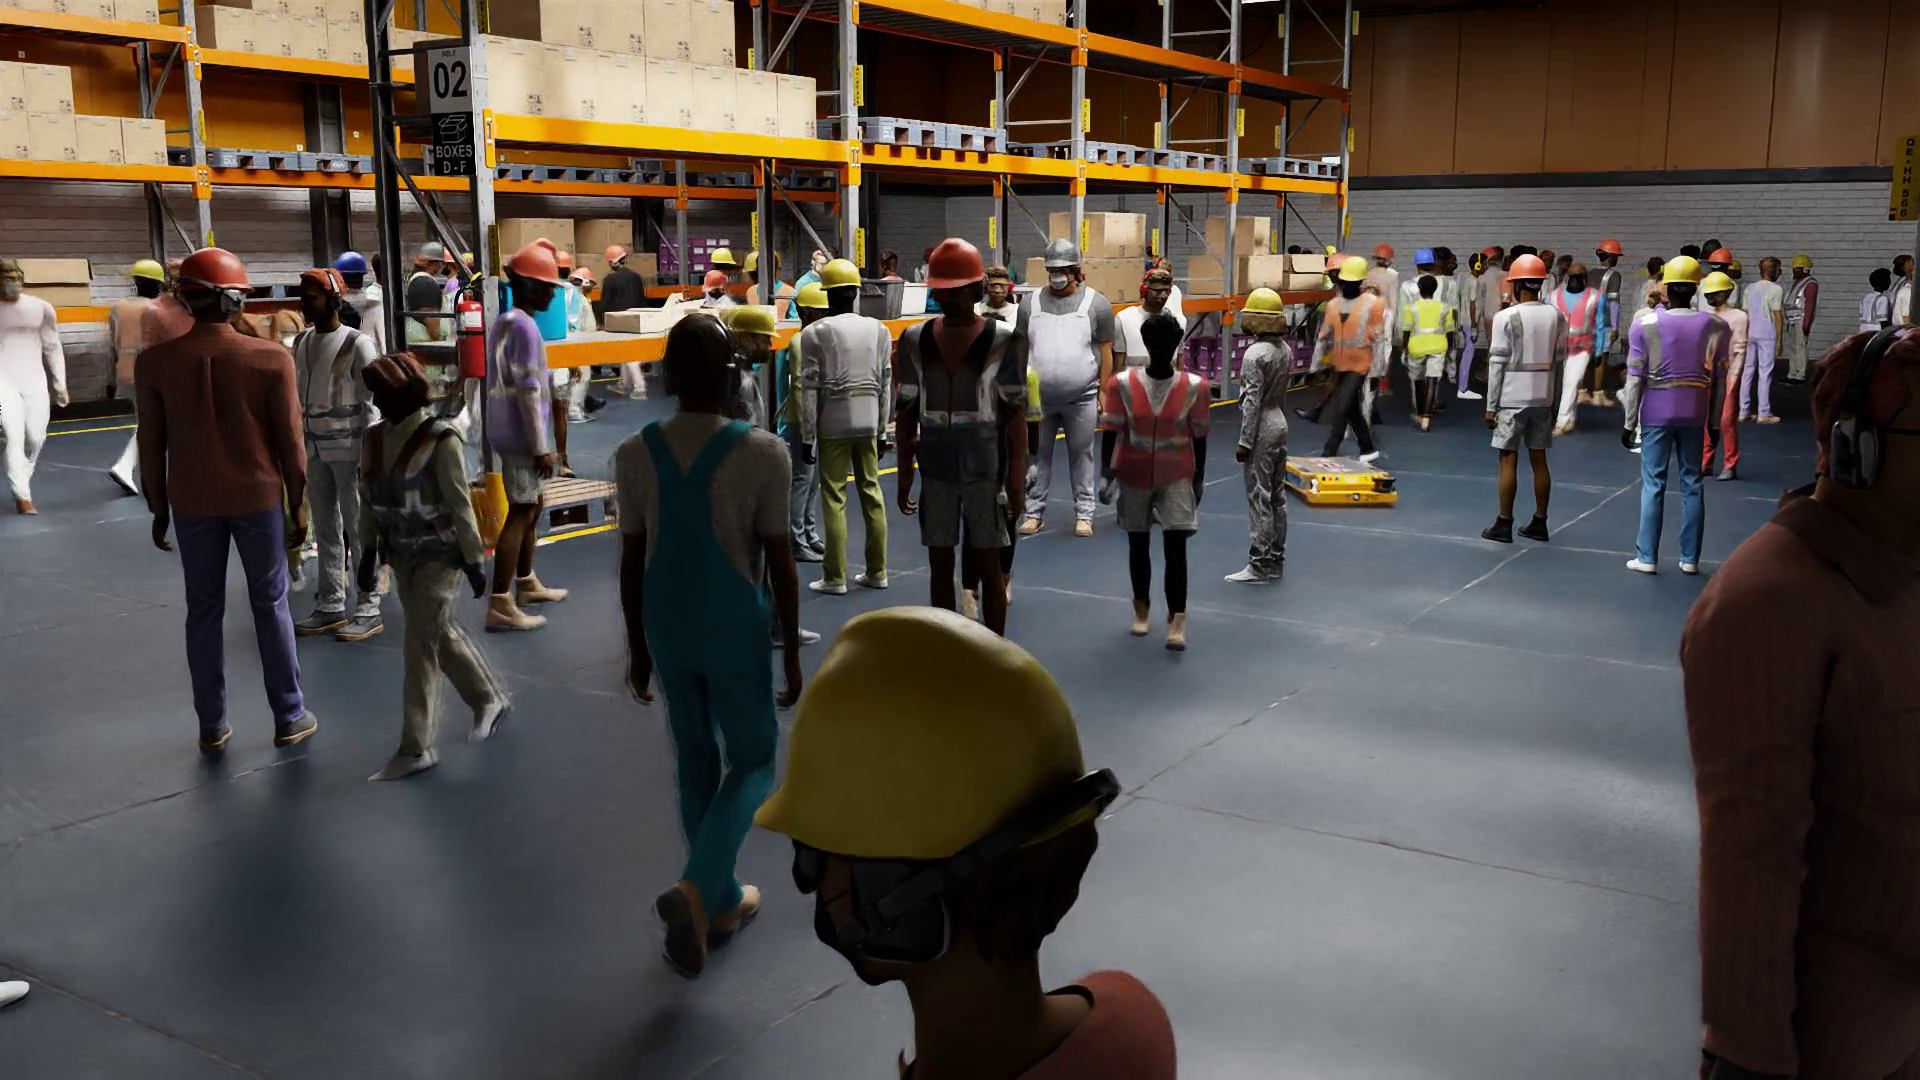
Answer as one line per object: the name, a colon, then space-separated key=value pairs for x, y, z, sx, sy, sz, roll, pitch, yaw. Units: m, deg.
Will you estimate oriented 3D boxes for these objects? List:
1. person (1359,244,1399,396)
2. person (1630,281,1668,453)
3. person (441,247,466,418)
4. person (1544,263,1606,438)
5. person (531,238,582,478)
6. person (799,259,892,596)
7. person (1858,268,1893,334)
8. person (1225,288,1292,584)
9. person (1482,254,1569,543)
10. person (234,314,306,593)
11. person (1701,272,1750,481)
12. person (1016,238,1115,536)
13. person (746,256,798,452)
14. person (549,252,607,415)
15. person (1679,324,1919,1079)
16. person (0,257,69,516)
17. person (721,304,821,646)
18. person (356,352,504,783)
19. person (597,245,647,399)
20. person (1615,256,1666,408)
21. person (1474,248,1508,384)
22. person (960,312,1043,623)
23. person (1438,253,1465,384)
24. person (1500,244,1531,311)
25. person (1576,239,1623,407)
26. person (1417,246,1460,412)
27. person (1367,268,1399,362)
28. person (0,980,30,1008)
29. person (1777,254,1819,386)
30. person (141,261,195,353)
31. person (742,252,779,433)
person: x=5.365 y=-2.824 z=21.451 sx=0.703 sy=1.980 sz=0.627 roll=-9 pitch=14 yaw=-42
person: x=6.612 y=-1.633 z=15.790 sx=0.309 sy=1.640 sz=0.513 roll=9 pitch=13 yaw=40
person: x=-5.783 y=-2.367 z=19.029 sx=0.371 sy=1.939 sz=0.543 roll=-2 pitch=10 yaw=-12
person: x=6.385 y=-1.984 z=17.375 sx=0.627 sy=1.794 sz=0.971 roll=7 pitch=12 yaw=33
person: x=-3.495 y=-1.517 z=14.052 sx=0.605 sy=2.035 sz=0.392 roll=-4 pitch=11 yaw=-22
person: x=-0.667 y=-0.646 z=9.565 sx=0.584 sy=1.918 sz=0.399 roll=-7 pitch=13 yaw=-36
person: x=10.722 y=-2.331 z=19.501 sx=0.318 sy=1.697 sz=0.533 roll=0 pitch=10 yaw=2
person: x=1.772 y=-0.610 z=9.838 sx=0.297 sy=1.744 sz=0.487 roll=7 pitch=12 yaw=34
person: x=3.773 y=-0.942 z=11.168 sx=0.546 sy=1.928 sz=0.387 roll=-3 pitch=11 yaw=-15
person: x=-3.902 y=-0.457 z=9.329 sx=0.534 sy=1.613 sz=0.365 roll=-2 pitch=10 yaw=-9
person: x=6.399 y=-1.381 z=14.078 sx=0.382 sy=1.755 sz=0.543 roll=-6 pitch=12 yaw=-29
person: x=0.688 y=-1.033 z=11.357 sx=0.690 sy=2.000 sz=0.538 roll=2 pitch=10 yaw=13
person: x=-1.790 y=-1.773 z=15.812 sx=0.588 sy=1.913 sz=0.390 roll=6 pitch=12 yaw=28
person: x=-4.619 y=-2.379 z=19.245 sx=0.975 sy=1.879 sz=0.556 roll=-9 pitch=13 yaw=-40
person: x=1.298 y=0.644 z=2.433 sx=0.651 sy=1.906 sz=0.409 roll=-9 pitch=14 yaw=-40
person: x=-7.104 y=-1.167 z=12.503 sx=0.642 sy=1.906 sz=0.887 roll=-9 pitch=14 yaw=-42
person: x=-1.007 y=-0.275 z=8.069 sx=0.799 sy=1.702 sz=0.530 roll=-1 pitch=10 yaw=-4
person: x=-2.052 y=0.073 z=6.461 sx=0.527 sy=1.613 sz=0.769 roll=7 pitch=12 yaw=33
person: x=-4.361 y=-2.782 z=21.294 sx=0.921 sy=1.944 sz=0.623 roll=6 pitch=12 yaw=31
person: x=8.098 y=-2.403 z=19.505 sx=0.556 sy=1.835 sz=0.564 roll=1 pitch=10 yaw=4
person: x=7.430 y=-3.084 z=23.095 sx=0.650 sy=1.906 sz=1.062 roll=-2 pitch=10 yaw=-11
person: x=0.175 y=-0.400 z=8.930 sx=0.528 sy=1.651 sz=0.854 roll=0 pitch=10 yaw=0
person: x=6.830 y=-3.099 z=23.371 sx=0.503 sy=1.839 sz=0.342 roll=1 pitch=10 yaw=6
person: x=7.025 y=-2.748 z=21.063 sx=0.361 sy=1.964 sz=0.614 roll=8 pitch=13 yaw=38
person: x=7.862 y=-2.648 z=20.340 sx=0.417 sy=2.034 sz=0.604 roll=-3 pitch=11 yaw=-17
person: x=5.619 y=-2.481 z=19.614 sx=0.472 sy=1.949 sz=0.651 roll=-7 pitch=13 yaw=-35
person: x=6.682 y=-3.673 z=26.476 sx=0.600 sy=1.861 sz=1.009 roll=5 pitch=11 yaw=24
person: x=-2.769 y=0.295 z=4.309 sx=0.585 sy=1.928 sz=0.369 roll=8 pitch=13 yaw=37
person: x=11.683 y=-3.054 z=23.169 sx=0.403 sy=1.824 sz=0.591 roll=1 pitch=10 yaw=4
person: x=-6.176 y=-1.291 z=13.302 sx=0.656 sy=1.860 sz=0.918 roll=-6 pitch=12 yaw=-29
person: x=-1.980 y=-1.999 z=17.155 sx=0.401 sy=1.900 sz=0.668 roll=7 pitch=12 yaw=32
